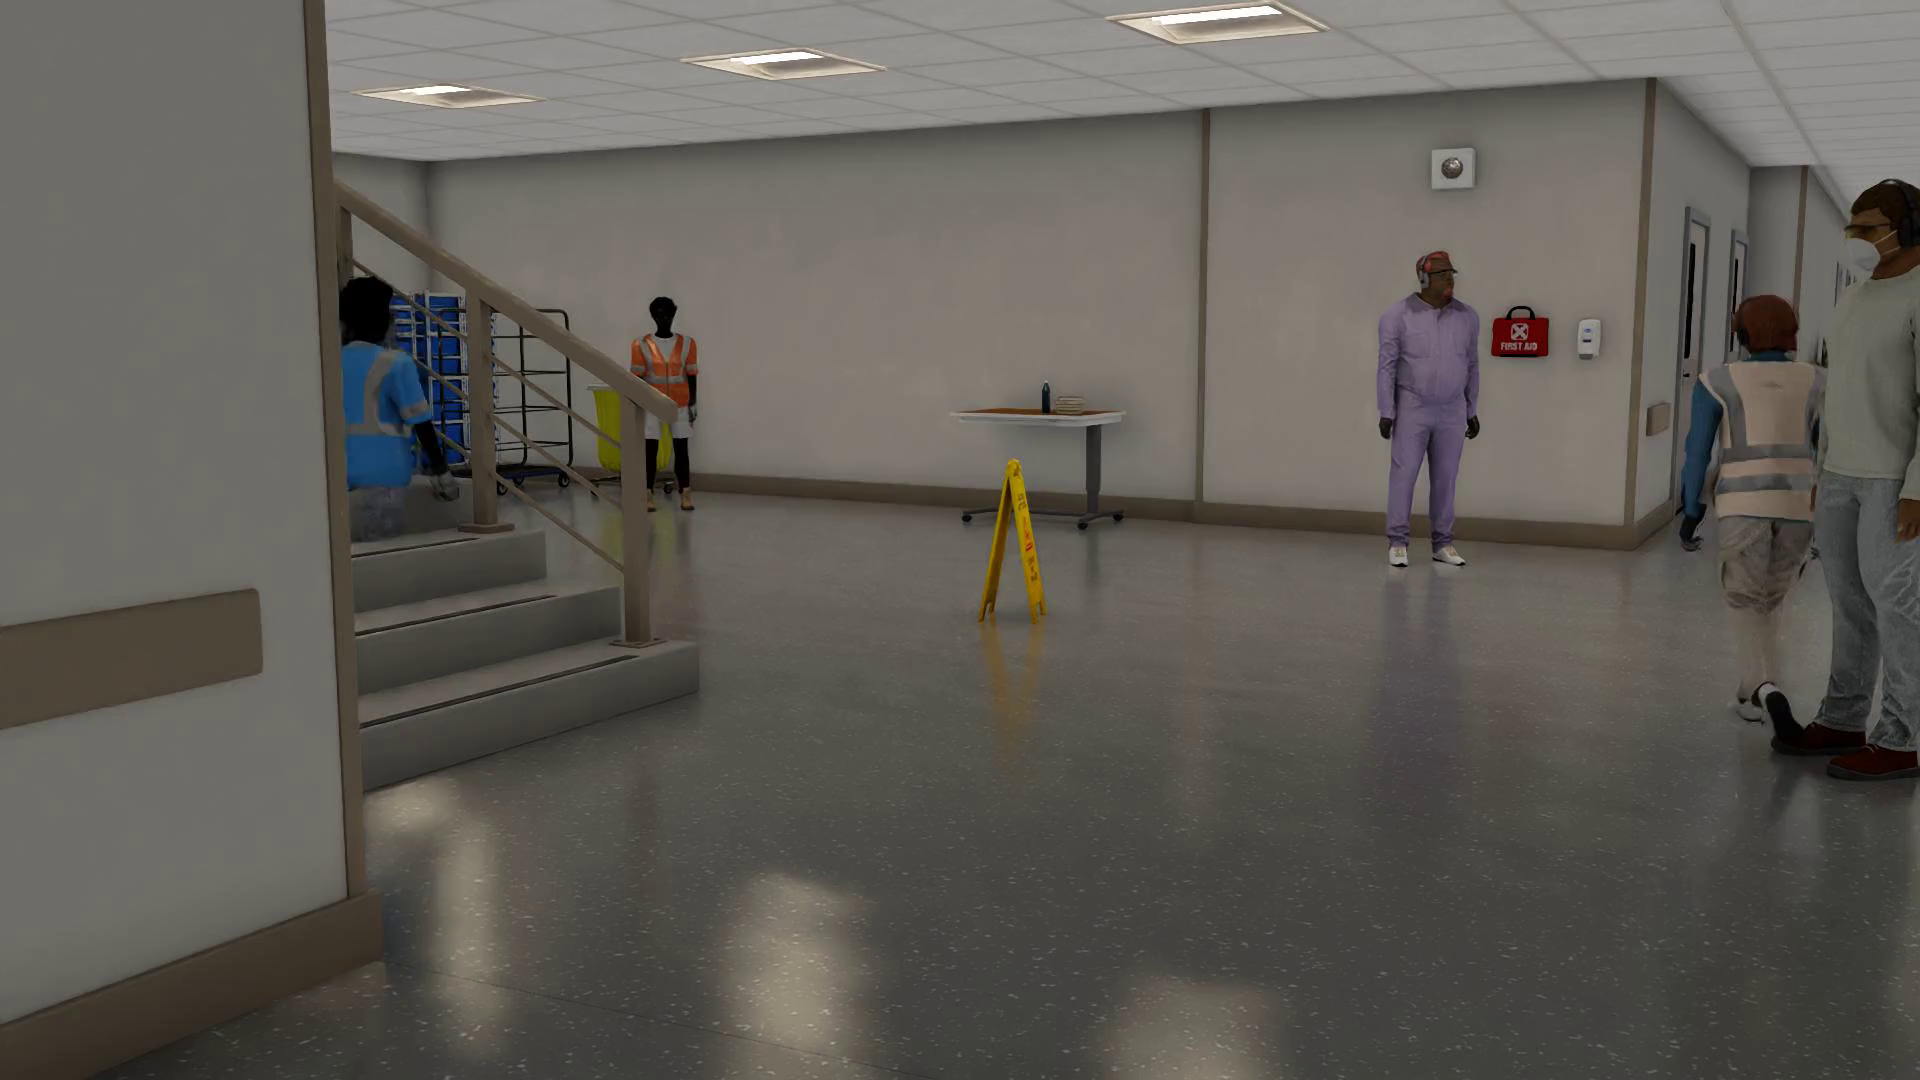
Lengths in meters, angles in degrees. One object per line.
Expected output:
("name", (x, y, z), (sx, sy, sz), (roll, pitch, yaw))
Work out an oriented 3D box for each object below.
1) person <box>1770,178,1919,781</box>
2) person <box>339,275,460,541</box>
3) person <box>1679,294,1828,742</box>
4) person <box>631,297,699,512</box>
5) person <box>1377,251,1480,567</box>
("person", (2.985, -0.191, 5.420), (0.372, 1.938, 0.630), (0, 7, -4))
("person", (-2.363, -0.248, 6.887), (0.549, 1.659, 0.818), (4, 8, 28))
("person", (2.856, -0.077, 5.891), (0.523, 1.597, 0.774), (1, 8, 10))
("person", (-2.312, -1.057, 13.052), (0.535, 1.687, 0.324), (-2, 8, -18))
("person", (2.861, -0.790, 10.121), (0.651, 1.913, 0.410), (-1, 7, -7))
